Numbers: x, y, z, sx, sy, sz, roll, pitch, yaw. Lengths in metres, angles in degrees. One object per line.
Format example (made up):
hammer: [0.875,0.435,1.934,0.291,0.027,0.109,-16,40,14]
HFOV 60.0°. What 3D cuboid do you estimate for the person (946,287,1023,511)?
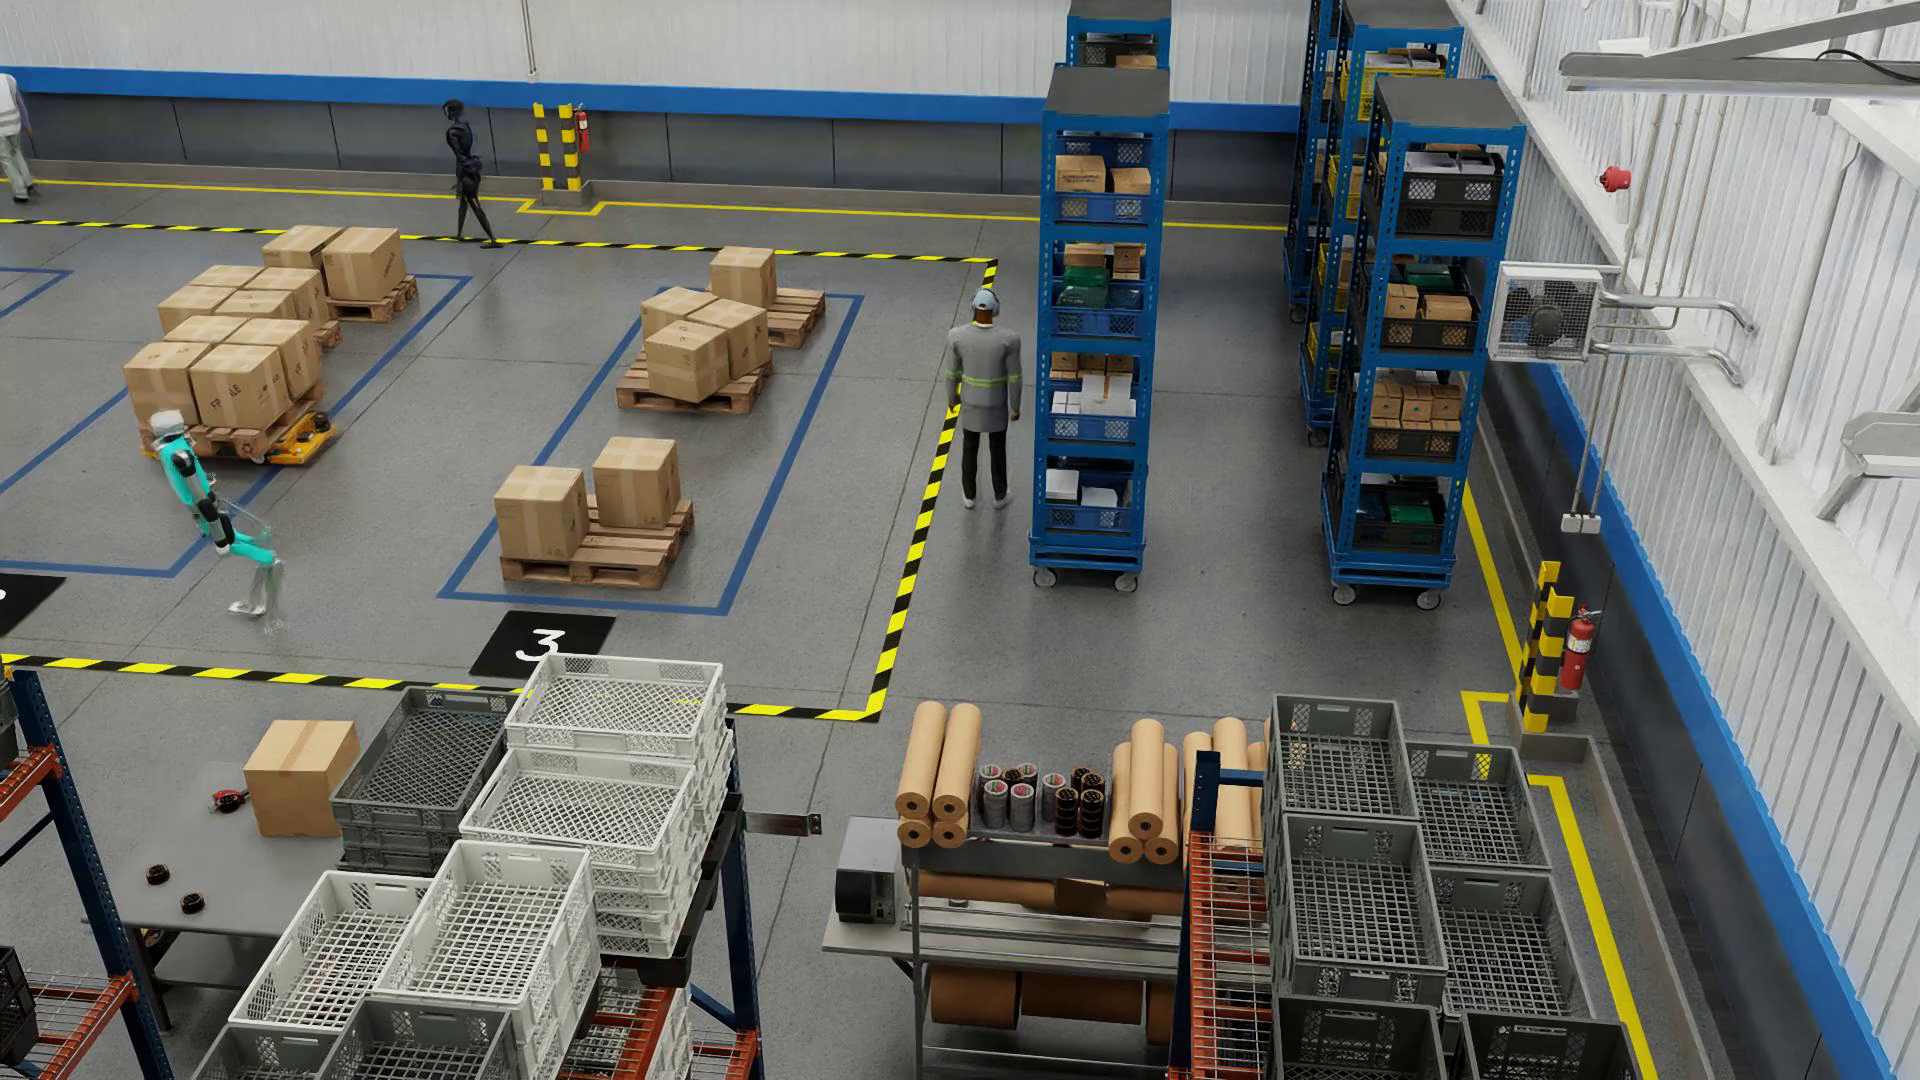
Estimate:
person: [0.198,-1.109,13.005,0.596,1.850,0.395,5,31,8]

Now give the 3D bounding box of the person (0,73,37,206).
person: [-11.185,-4.799,19.371,0.478,1.816,0.626,17,34,26]

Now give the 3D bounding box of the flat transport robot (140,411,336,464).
flat transport robot: [-6.168,-0.912,14.213,1.431,0.197,0.652,3,30,6]

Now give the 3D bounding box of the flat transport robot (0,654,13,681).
flat transport robot: [-7.142,0.969,11.010,1.431,0.231,0.659,3,30,6]

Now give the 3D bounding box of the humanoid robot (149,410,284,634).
humanoid robot: [-5.001,-0.144,11.450,0.773,1.751,0.551,-23,37,-33]

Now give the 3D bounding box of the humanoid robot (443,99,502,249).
humanoid robot: [-5.427,-3.971,18.120,0.696,1.632,0.616,-2,30,-3]
